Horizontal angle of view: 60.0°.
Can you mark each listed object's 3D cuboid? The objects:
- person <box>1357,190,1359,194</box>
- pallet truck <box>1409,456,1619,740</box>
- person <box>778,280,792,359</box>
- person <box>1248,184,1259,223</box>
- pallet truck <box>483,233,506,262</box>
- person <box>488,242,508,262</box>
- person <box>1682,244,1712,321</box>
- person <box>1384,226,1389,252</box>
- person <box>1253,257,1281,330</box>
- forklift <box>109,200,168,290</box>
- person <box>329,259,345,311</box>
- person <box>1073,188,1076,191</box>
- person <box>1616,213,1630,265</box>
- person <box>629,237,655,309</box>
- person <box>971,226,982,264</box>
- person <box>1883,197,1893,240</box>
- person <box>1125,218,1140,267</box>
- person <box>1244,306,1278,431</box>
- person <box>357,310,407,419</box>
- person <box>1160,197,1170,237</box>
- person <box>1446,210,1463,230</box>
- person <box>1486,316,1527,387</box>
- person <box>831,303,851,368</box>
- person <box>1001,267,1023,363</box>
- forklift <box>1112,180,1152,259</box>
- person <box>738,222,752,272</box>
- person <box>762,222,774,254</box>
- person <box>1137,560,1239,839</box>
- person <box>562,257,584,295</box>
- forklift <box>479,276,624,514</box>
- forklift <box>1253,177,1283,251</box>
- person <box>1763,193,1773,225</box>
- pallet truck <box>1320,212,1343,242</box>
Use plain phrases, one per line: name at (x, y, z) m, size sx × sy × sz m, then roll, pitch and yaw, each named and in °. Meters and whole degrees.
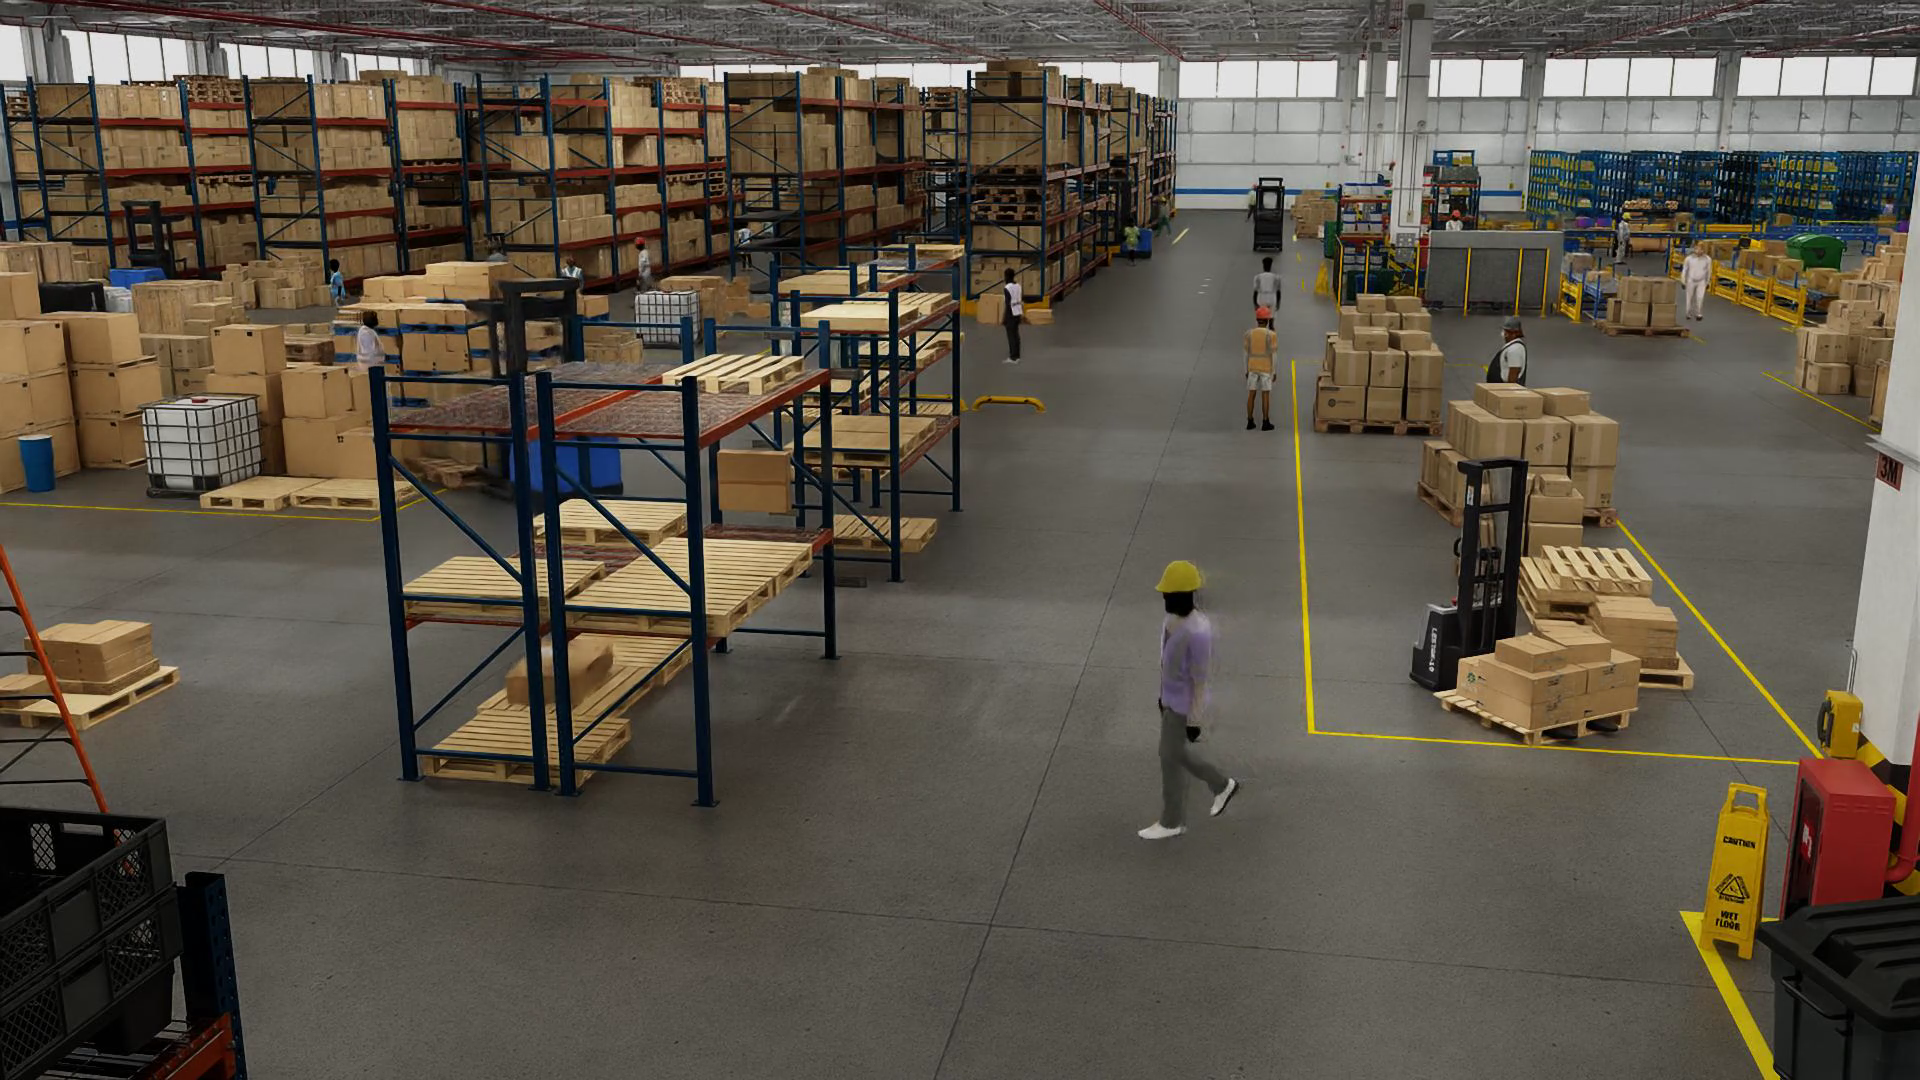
person at (22.013, -18.679, 91.378) m, size 0.376 × 1.736 × 0.593 m, roll -2°, pitch 14°, yaw -7°
pallet truck at (4.504, 0.400, 13.395) m, size 0.823 × 1.965 × 1.885 m, roll -6°, pitch 15°, yaw -23°
person at (-3.595, -4.488, 33.977) m, size 0.314 × 1.641 × 0.515 m, roll 5°, pitch 15°, yaw 19°
person at (14.871, -17.032, 84.205) m, size 0.636 × 1.980 × 0.558 m, roll -4°, pitch 15°, yaw -17°
pallet truck at (-11.832, -7.026, 43.548) m, size 1.885 × 1.965 × 0.823 m, roll 8°, pitch 16°, yaw 28°
person at (-11.488, -6.433, 41.311) m, size 0.638 × 1.917 × 0.744 m, roll 10°, pitch 17°, yaw 34°
person at (18.178, -6.342, 41.046) m, size 0.657 × 1.861 × 0.976 m, roll 4°, pitch 15°, yaw 17°
person at (14.443, -9.884, 55.925) m, size 0.284 × 1.627 × 0.502 m, roll -10°, pitch 17°, yaw -35°
person at (6.660, -5.171, 36.120) m, size 0.604 × 1.947 × 0.789 m, roll 3°, pitch 14°, yaw 11°
forklift at (-21.394, -7.518, 43.729) m, size 1.129 × 2.768 × 1.873 m, roll 3°, pitch 14°, yaw 10°
person at (-14.483, -5.687, 38.730) m, size 0.318 × 1.694 × 0.540 m, roll -6°, pitch 15°, yaw -24°
person at (6.133, -18.043, 89.017) m, size 0.307 × 1.638 × 0.513 m, roll 9°, pitch 16°, yaw 32°
person at (23.166, -10.512, 58.079) m, size 0.403 × 1.817 × 0.601 m, roll 9°, pitch 17°, yaw 34°
person at (-8.216, -7.002, 43.674) m, size 0.927 × 1.901 × 0.547 m, roll -6°, pitch 15°, yaw -24°
person at (0.560, -10.541, 58.324) m, size 0.525 × 1.780 × 0.335 m, roll 12°, pitch 18°, yaw 40°
person at (39.618, -13.746, 71.159) m, size 0.530 × 1.831 × 0.595 m, roll 1°, pitch 14°, yaw 4°
person at (5.944, -10.300, 57.509) m, size 0.534 × 1.671 × 0.552 m, roll -2°, pitch 14°, yaw -8°
person at (4.707, -2.679, 26.012) m, size 0.545 × 1.942 × 0.353 m, roll 8°, pitch 16°, yaw 30°
person at (-9.301, -2.772, 26.664) m, size 0.837 × 1.811 × 0.633 m, roll -3°, pitch 14°, yaw -11°
person at (9.096, -14.318, 73.684) m, size 0.429 × 1.743 × 0.548 m, roll -11°, pitch 18°, yaw -38°
person at (16.422, -9.948, 55.307) m, size 0.607 × 2.048 × 0.370 m, roll -4°, pitch 15°, yaw -17°
person at (7.822, -2.197, 23.852) m, size 0.535 × 2.000 × 0.673 m, roll 5°, pitch 15°, yaw 19°
person at (-2.241, -3.791, 30.765) m, size 0.942 × 1.824 × 0.510 m, roll -11°, pitch 18°, yaw -38°
person at (1.066, -4.540, 33.621) m, size 0.372 × 1.914 × 0.597 m, roll 7°, pitch 15°, yaw 26°
forklift at (6.082, -11.722, 60.796) m, size 1.873 × 2.768 × 1.129 m, roll 2°, pitch 14°, yaw 9°
person at (-7.160, -9.807, 55.454) m, size 0.540 × 1.696 × 0.317 m, roll -13°, pitch 19°, yaw -42°
person at (-7.265, -11.671, 63.155) m, size 0.498 × 1.634 × 0.280 m, roll -1°, pitch 14°, yaw -4°
person at (1.521, 1.045, 10.968) m, size 0.642 × 1.905 × 0.602 m, roll -2°, pitch 14°, yaw -8°
person at (-9.361, -6.023, 40.229) m, size 0.520 × 1.630 × 0.320 m, roll 0°, pitch 14°, yaw 0°
forklift at (-5.160, -1.864, 20.771) m, size 1.129 × 2.768 × 1.873 m, roll -12°, pitch 18°, yaw -39°
forklift at (12.083, -12.747, 64.956) m, size 1.129 × 2.768 × 1.873 m, roll 3°, pitch 14°, yaw 10°
person at (38.460, -15.648, 79.008) m, size 0.961 × 1.768 × 0.598 m, roll 11°, pitch 17°, yaw 37°
pallet truck at (15.874, -13.227, 70.310) m, size 0.680 × 1.201 × 1.601 m, roll 10°, pitch 17°, yaw 35°
